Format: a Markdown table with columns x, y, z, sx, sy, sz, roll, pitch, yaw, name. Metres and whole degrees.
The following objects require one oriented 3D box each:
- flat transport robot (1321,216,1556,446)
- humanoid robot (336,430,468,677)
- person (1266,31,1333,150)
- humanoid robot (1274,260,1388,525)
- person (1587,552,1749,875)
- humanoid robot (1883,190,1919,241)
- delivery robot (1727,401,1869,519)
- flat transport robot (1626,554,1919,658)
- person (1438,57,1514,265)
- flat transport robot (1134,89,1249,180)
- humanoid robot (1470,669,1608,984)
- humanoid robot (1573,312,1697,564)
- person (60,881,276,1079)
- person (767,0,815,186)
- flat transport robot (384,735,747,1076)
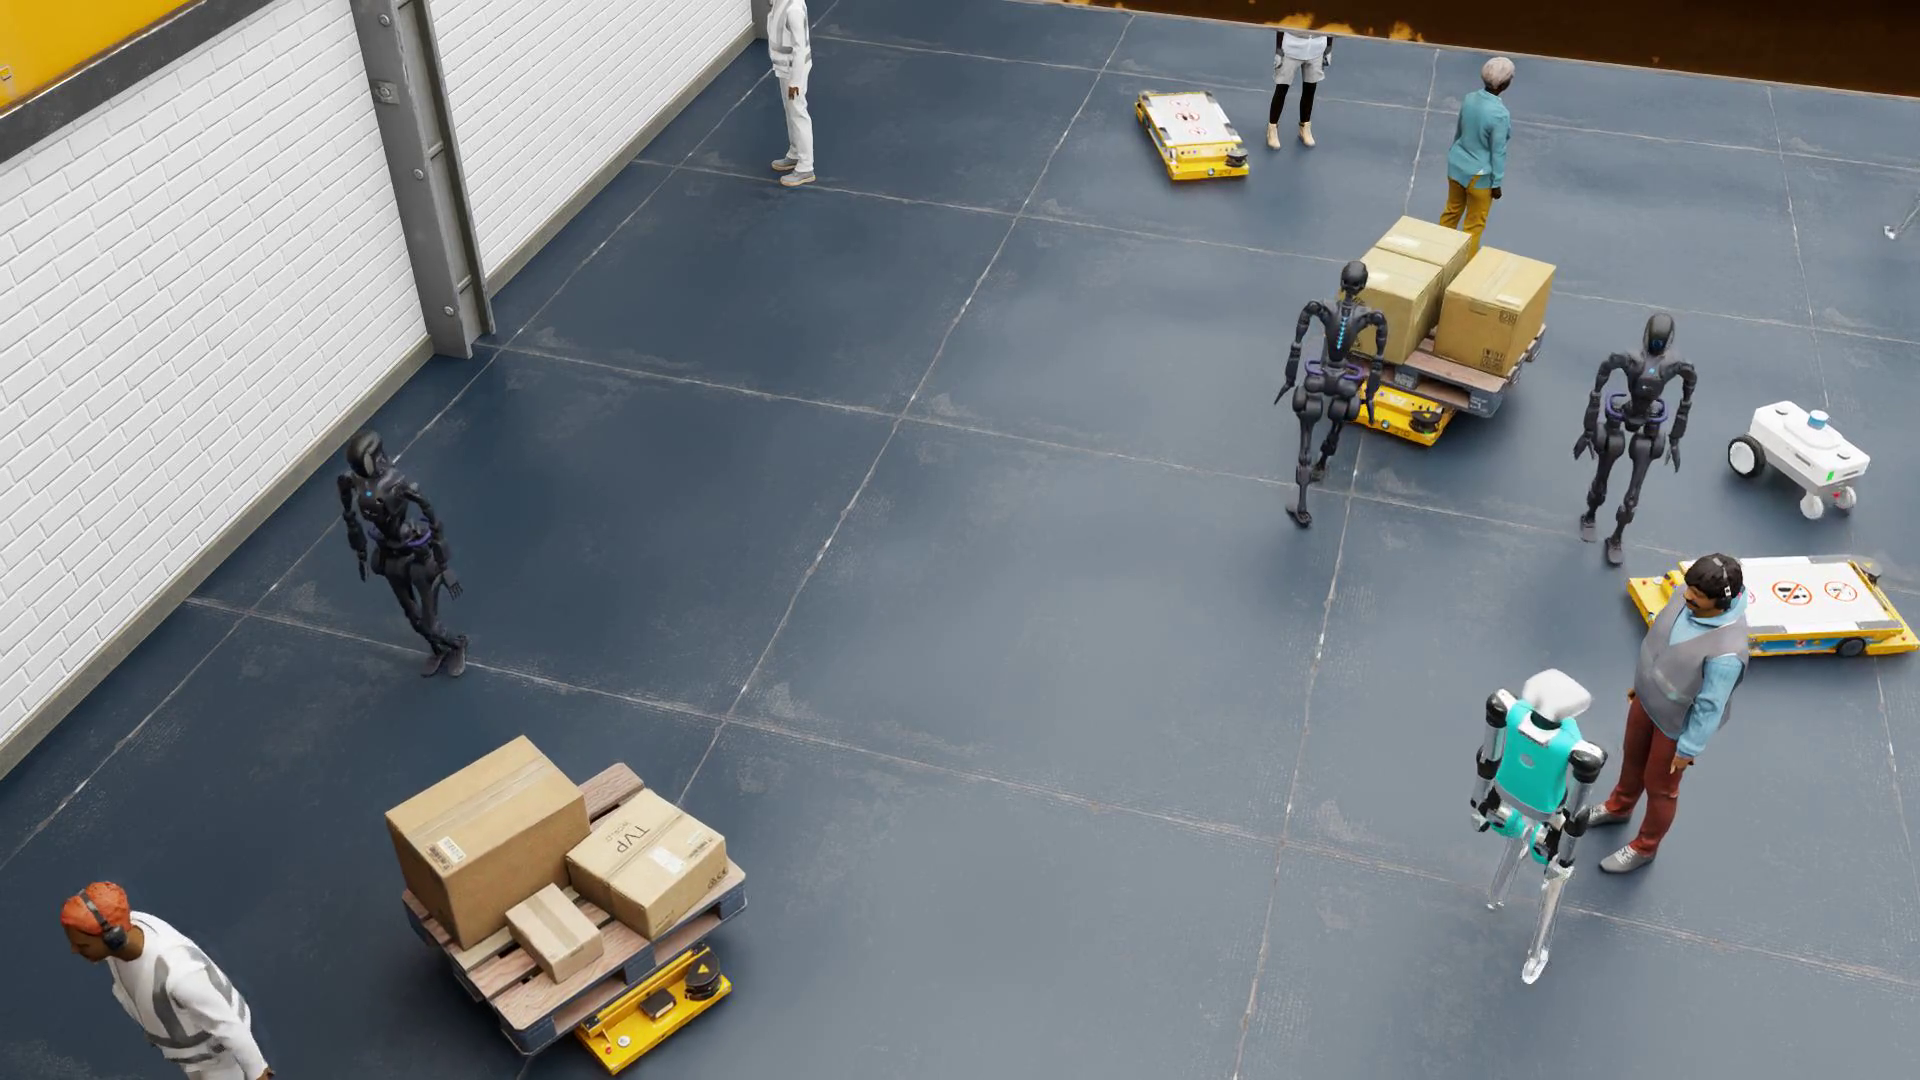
| x | y | z | sx | sy | sz | roll | pitch | yaw | name |
| --- | --- | --- | --- | --- | --- | --- | --- | --- | --- |
| 3.207 | -1.152 | 11.438 | 0.659 | 0.231 | 1.431 | 23 | 44 | 26 | flat transport robot |
| -2.921 | 0.080 | 8.778 | 0.613 | 1.643 | 0.362 | 9 | 40 | 11 | humanoid robot |
| 2.878 | -4.105 | 13.977 | 0.532 | 1.691 | 0.322 | -5 | 39 | -6 | person |
| 2.225 | -0.924 | 10.057 | 0.610 | 1.622 | 0.737 | 8 | 40 | 10 | humanoid robot |
| 3.324 | 0.801 | 7.733 | 0.413 | 1.871 | 0.540 | -5 | 39 | -6 | person |
| 7.494 | -2.928 | 12.539 | 0.562 | 1.880 | 0.811 | -20 | 43 | -23 | humanoid robot |
| 5.296 | -0.549 | 10.464 | 0.499 | 0.602 | 0.795 | -14 | 41 | -17 | delivery robot |
| 4.649 | 0.395 | 9.513 | 1.431 | 0.231 | 0.659 | -2 | 39 | -3 | flat transport robot |
| 3.762 | -2.670 | 12.150 | 0.344 | 1.749 | 0.534 | -15 | 41 | -18 | person |
| 1.990 | -3.527 | 14.391 | 0.659 | 0.231 | 1.431 | -5 | 39 | -7 | flat transport robot |
| 2.610 | 1.199 | 7.377 | 0.738 | 1.794 | 0.561 | -29 | 47 | -31 | humanoid robot |
| 3.914 | -0.621 | 9.657 | 0.590 | 1.644 | 0.409 | 10 | 40 | 12 | humanoid robot |
| -2.897 | 1.919 | 6.351 | 0.635 | 1.864 | 0.464 | 26 | 46 | 29 | person |
| -1.381 | -3.805 | 13.450 | 0.354 | 1.882 | 0.576 | -11 | 40 | -13 | person |
| -1.762 | 1.811 | 7.752 | 0.659 | 0.231 | 1.431 | -31 | 48 | -32 | flat transport robot |
